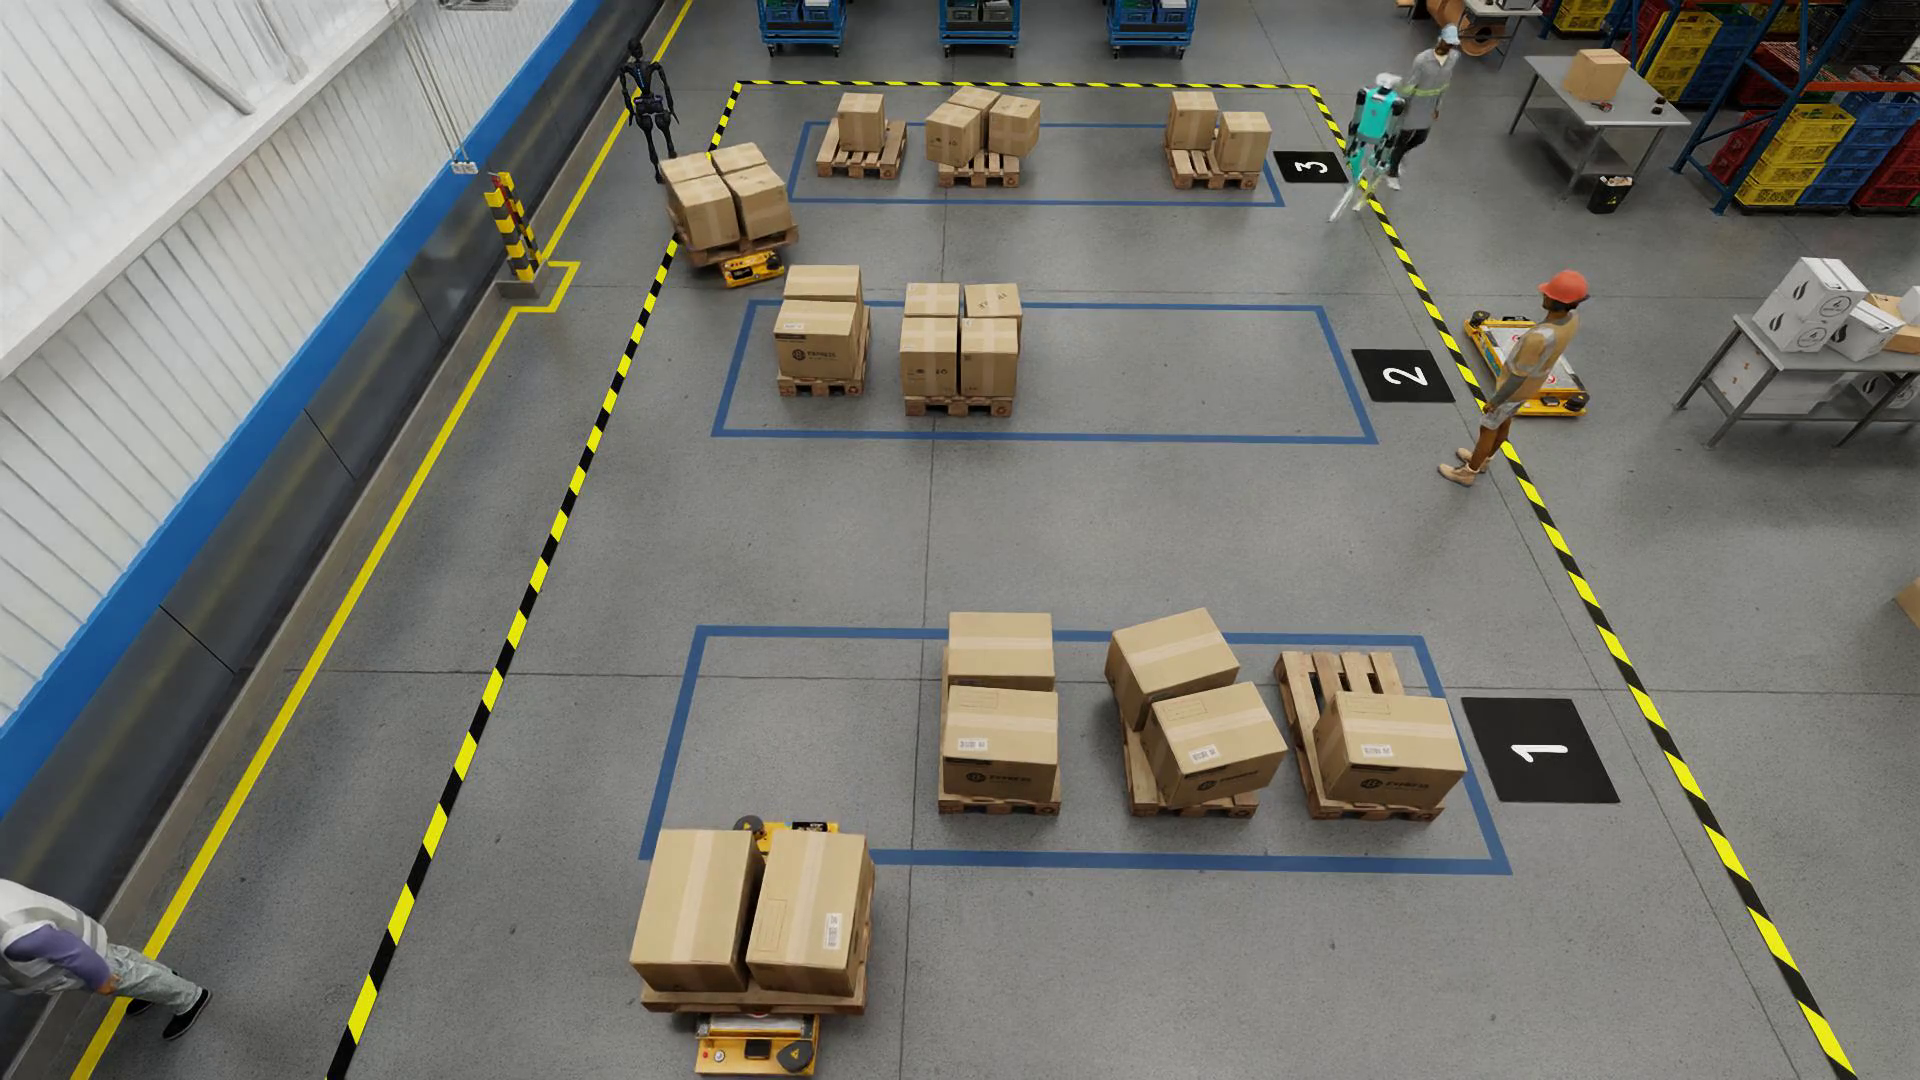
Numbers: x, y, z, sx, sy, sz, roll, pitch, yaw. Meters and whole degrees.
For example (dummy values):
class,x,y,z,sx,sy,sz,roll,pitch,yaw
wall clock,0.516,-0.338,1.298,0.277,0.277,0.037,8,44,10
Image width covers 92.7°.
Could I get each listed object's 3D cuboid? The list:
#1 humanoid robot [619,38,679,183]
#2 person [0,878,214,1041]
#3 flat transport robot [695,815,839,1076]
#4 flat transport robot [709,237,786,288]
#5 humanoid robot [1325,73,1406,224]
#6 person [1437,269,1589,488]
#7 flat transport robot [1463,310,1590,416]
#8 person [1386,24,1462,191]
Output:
class,x,y,z,sx,sy,sz,roll,pitch,yaw
humanoid robot,-3.738,-5.177,11.075,0.599,1.654,0.315,-7,49,-6
person,-4.572,2.122,4.662,0.598,1.830,0.404,20,52,17
flat transport robot,-1.124,2.364,5.469,0.652,0.197,1.431,1,49,0
flat transport robot,-2.545,-3.402,10.460,0.652,0.197,1.431,-21,52,-17
humanoid robot,4.686,-4.445,10.423,0.548,1.748,1.047,36,58,27
person,4.506,-1.276,7.467,0.613,2.040,0.373,-31,56,-24
flat transport robot,5.573,-1.757,9.054,0.659,0.231,1.431,1,49,1
person,5.502,-5.208,11.006,0.618,1.841,0.621,-12,50,-10
